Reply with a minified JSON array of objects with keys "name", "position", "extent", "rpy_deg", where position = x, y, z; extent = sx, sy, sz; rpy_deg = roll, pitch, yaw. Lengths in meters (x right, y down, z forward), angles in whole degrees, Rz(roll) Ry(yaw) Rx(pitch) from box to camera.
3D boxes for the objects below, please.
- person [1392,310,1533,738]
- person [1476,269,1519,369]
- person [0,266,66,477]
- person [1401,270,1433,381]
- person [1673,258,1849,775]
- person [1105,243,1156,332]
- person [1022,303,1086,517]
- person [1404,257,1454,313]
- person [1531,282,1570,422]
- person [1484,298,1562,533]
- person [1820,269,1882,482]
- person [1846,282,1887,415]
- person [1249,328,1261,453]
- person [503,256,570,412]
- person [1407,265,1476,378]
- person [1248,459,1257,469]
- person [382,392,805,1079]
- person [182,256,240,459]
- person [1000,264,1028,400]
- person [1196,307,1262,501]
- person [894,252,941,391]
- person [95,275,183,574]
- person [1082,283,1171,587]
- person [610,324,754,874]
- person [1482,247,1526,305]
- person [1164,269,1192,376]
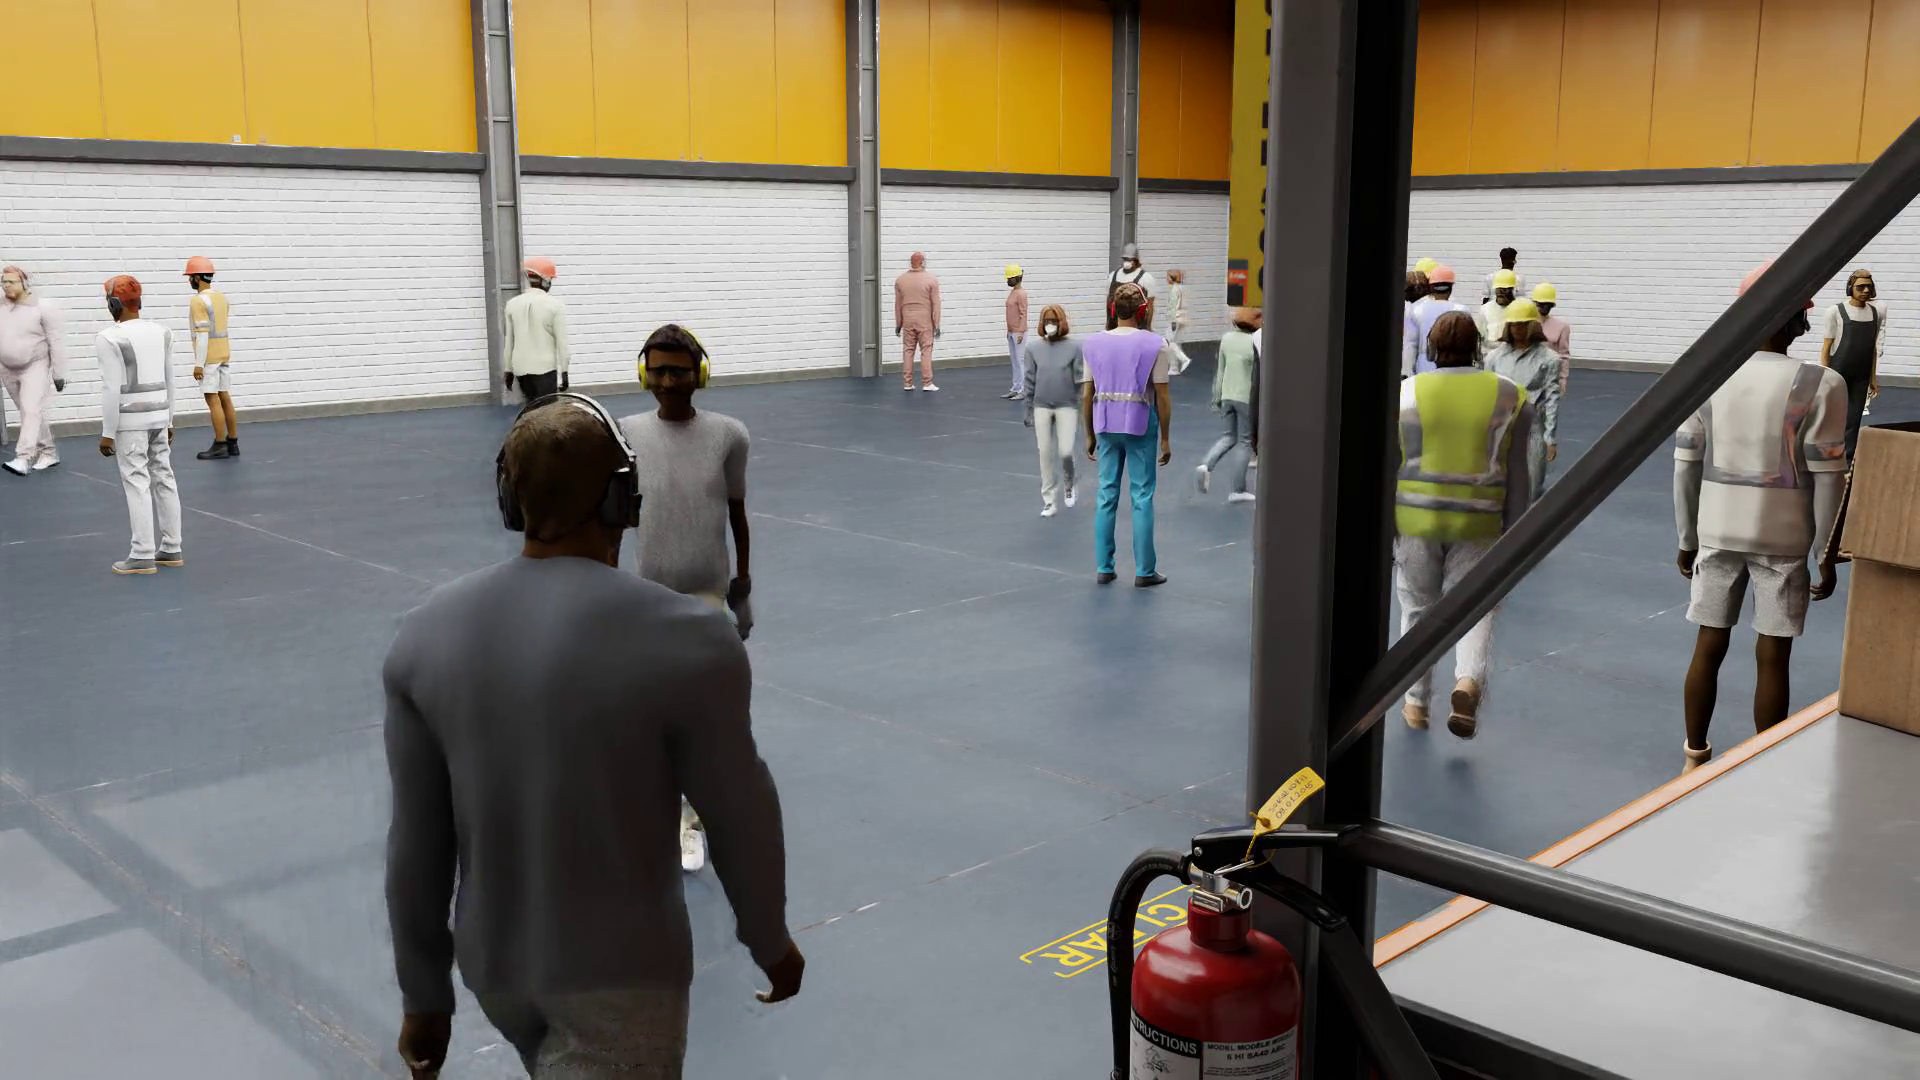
[{"name":"person","position":[2.060,-0.050,7.010],"extent":[0.640,1.823,0.653],"rpy_deg":[3,11,14]},{"name":"person","position":[5.277,-1.718,16.181],"extent":[0.634,1.793,0.826],"rpy_deg":[7,13,34]},{"name":"person","position":[-8.409,-1.501,14.855],"extent":[0.655,1.849,1.028],"rpy_deg":[1,10,5]},{"name":"person","position":[4.158,-1.552,15.233],"extent":[0.433,1.818,0.626],"rpy_deg":[2,11,13]},{"name":"person","position":[2.961,-0.012,6.191],"extent":[0.367,2.048,0.607],"rpy_deg":[-10,14,-43]},{"name":"person","position":[2.257,-2.948,22.218],"extent":[0.682,2.000,0.675],"rpy_deg":[7,12,32]},{"name":"person","position":[0.725,-0.988,12.658],"extent":[0.528,1.620,0.385],"rpy_deg":[4,11,19]},{"name":"person","position":[4.571,-1.834,16.486],"extent":[0.606,1.910,0.425],"rpy_deg":[5,12,27]},{"name":"person","position":[5.210,-1.473,15.059],"extent":[0.527,1.726,0.823],"rpy_deg":[0,10,1]},{"name":"person","position":[3.590,-0.677,10.700],"extent":[0.488,1.758,0.355],"rpy_deg":[6,12,29]},{"name":"person","position":[7.591,-1.379,14.198],"extent":[0.507,1.847,0.344],"rpy_deg":[-1,10,-4]},{"name":"person","position":[10.710,-2.298,19.787],"extent":[0.509,1.632,0.267],"rpy_deg":[6,12,28]},{"name":"person","position":[2.114,-0.717,10.452],"extent":[0.588,1.898,0.553],"rpy_deg":[3,11,18]},{"name":"person","position":[-3.772,-1.518,14.667],"extent":[0.659,1.958,0.817],"rpy_deg":[3,11,18]},{"name":"person","position":[4.175,-1.447,14.488],"extent":[0.556,1.887,1.031],"rpy_deg":[8,13,36]},{"name":"person","position":[3.060,-1.475,15.270],"extent":[0.825,1.652,0.543],"rpy_deg":[-3,11,-15]},{"name":"person","position":[-0.636,0.707,2.752],"extent":[0.628,1.887,1.079],"rpy_deg":[5,11,23]},{"name":"person","position":[-7.184,-1.737,15.896],"extent":[0.376,1.936,0.549],"rpy_deg":[1,10,3]},{"name":"person","position":[0.715,-2.692,21.600],"extent":[0.324,1.760,0.523],"rpy_deg":[-3,11,-17]},{"name":"person","position":[2.189,-1.090,13.239],"extent":[0.499,1.611,0.538],"rpy_deg":[-7,13,-35]},{"name":"person","position":[-0.569,-2.983,22.794],"extent":[0.680,1.906,0.404],"rpy_deg":[4,11,19]},{"name":"person","position":[-5.202,-0.725,10.527],"extent":[0.355,1.885,0.575],"rpy_deg":[3,11,17]},{"name":"person","position":[1.007,-0.629,10.105],"extent":[0.563,1.847,0.390],"rpy_deg":[5,12,26]},{"name":"person","position":[-0.979,0.161,5.816],"extent":[0.517,1.846,0.770],"rpy_deg":[-1,10,-3]},{"name":"person","position":[7.709,-3.159,23.580],"extent":[0.613,1.960,0.361],"rpy_deg":[7,12,33]},{"name":"person","position":[3.261,-3.295,25.230],"extent":[0.405,1.624,0.542],"rpy_deg":[2,11,9]}]
